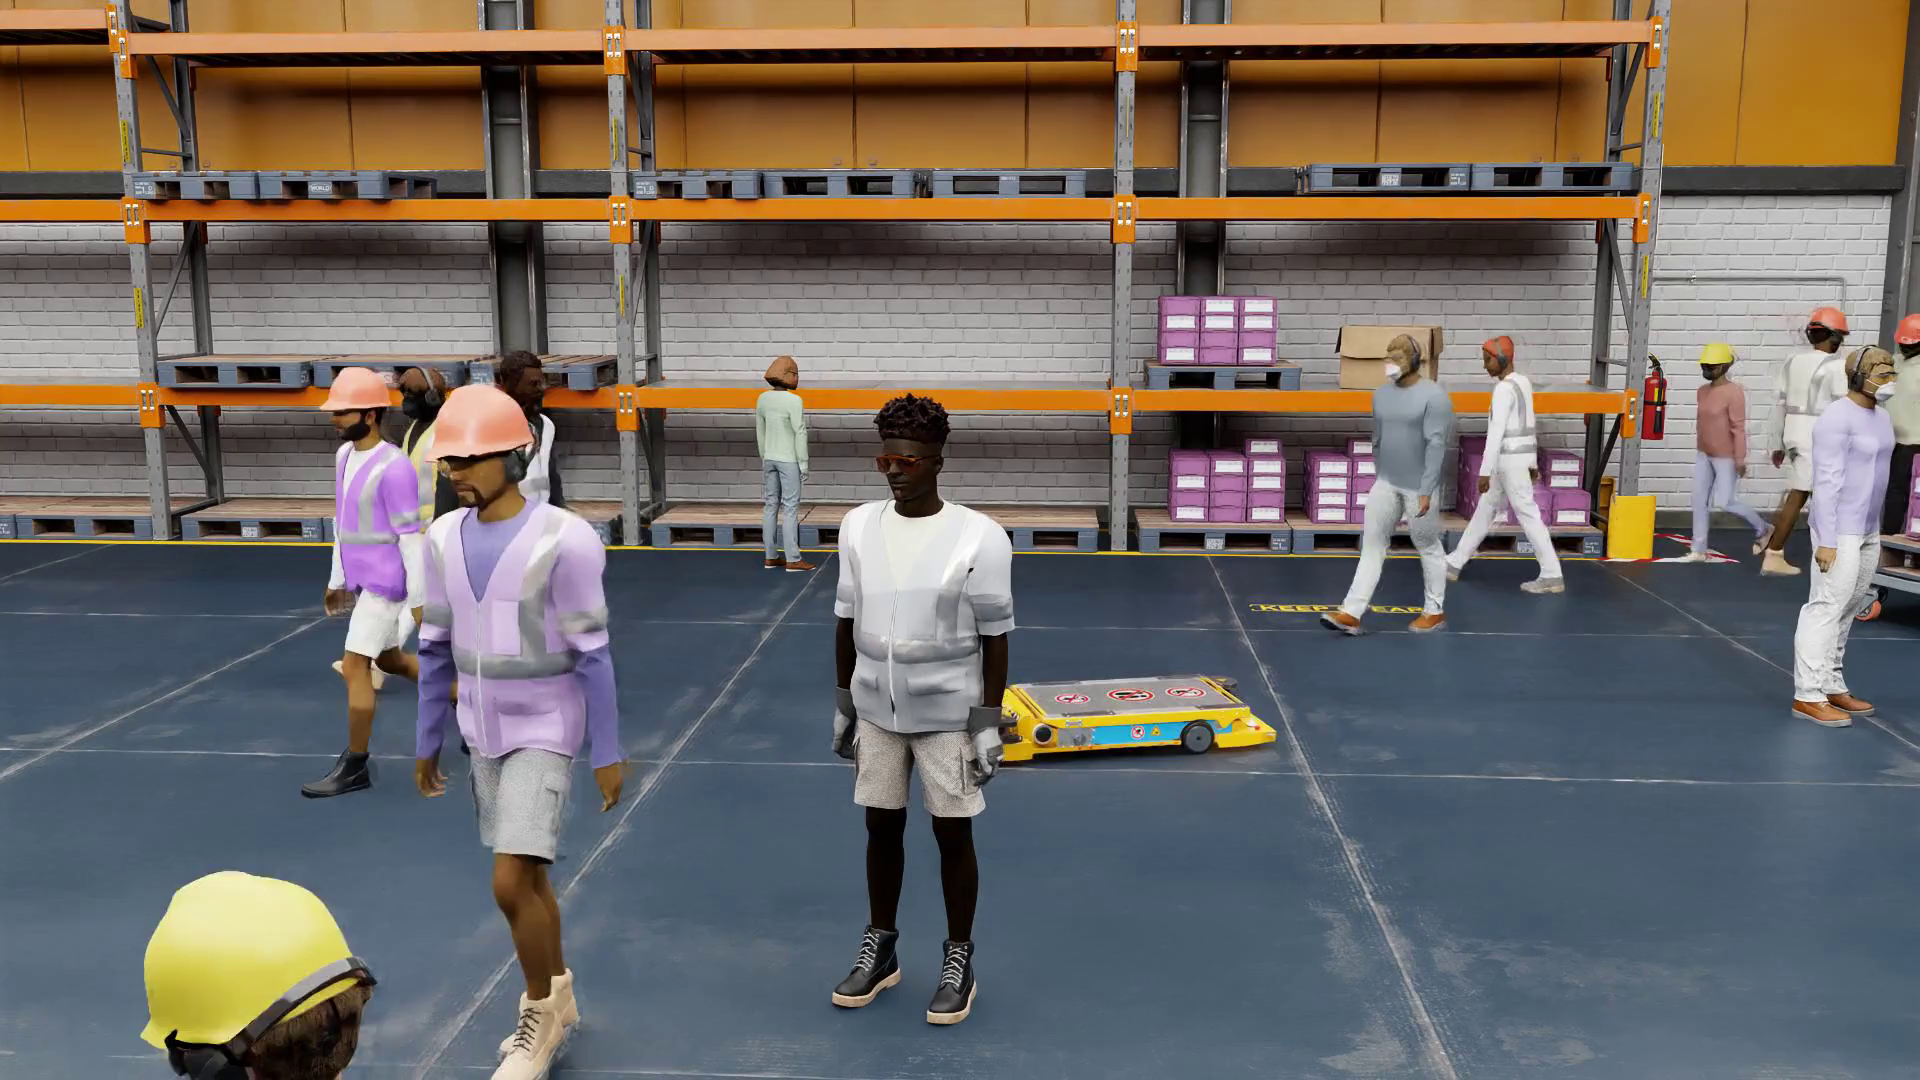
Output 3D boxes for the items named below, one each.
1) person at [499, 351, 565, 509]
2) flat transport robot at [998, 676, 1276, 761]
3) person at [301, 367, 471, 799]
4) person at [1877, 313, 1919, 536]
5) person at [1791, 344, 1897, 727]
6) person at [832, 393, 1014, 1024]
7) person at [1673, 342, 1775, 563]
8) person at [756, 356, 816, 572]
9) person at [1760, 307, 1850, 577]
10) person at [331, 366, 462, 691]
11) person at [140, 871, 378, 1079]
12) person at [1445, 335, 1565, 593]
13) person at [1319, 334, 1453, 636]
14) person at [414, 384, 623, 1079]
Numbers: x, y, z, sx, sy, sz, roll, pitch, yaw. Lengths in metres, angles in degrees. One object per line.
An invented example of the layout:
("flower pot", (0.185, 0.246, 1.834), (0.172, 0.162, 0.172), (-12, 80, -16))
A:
("person", (-2.136, -0.007, 8.472), (0.660, 1.900, 0.621), (3, 10, 15))
("flat transport robot", (0.762, 0.860, 8.174), (1.431, 0.197, 0.652), (-2, 10, -12))
("person", (-2.557, 0.160, 7.524), (0.902, 1.907, 0.546), (-8, 13, -39))
("person", (7.388, -0.778, 12.863), (0.691, 1.949, 0.692), (-1, 10, -5))
("person", (4.536, -0.028, 8.503), (0.635, 1.937, 0.353), (-8, 13, -40))
("person", (-0.136, 0.523, 5.196), (0.603, 1.966, 0.367), (4, 11, 23))
("person", (5.940, -0.660, 12.812), (0.675, 1.743, 0.524), (-2, 10, -10))
("person", (-1.333, -0.577, 12.611), (0.497, 1.633, 0.284), (8, 13, 40))
("person", (6.419, -0.715, 12.363), (1.013, 1.996, 0.650), (-1, 10, -7))
("person", (-2.905, -0.037, 8.989), (0.970, 1.787, 0.637), (-7, 12, -37))
("person", (-0.660, 1.223, 1.839), (0.909, 1.718, 0.533), (7, 12, 37))
("person", (3.874, -0.546, 11.898), (1.071, 1.817, 0.603), (5, 11, 28))
("person", (2.719, -0.321, 10.346), (0.999, 1.885, 0.651), (-7, 12, -35))
("person", (-1.315, 0.572, 4.735), (0.651, 2.020, 0.663), (5, 11, 28))
